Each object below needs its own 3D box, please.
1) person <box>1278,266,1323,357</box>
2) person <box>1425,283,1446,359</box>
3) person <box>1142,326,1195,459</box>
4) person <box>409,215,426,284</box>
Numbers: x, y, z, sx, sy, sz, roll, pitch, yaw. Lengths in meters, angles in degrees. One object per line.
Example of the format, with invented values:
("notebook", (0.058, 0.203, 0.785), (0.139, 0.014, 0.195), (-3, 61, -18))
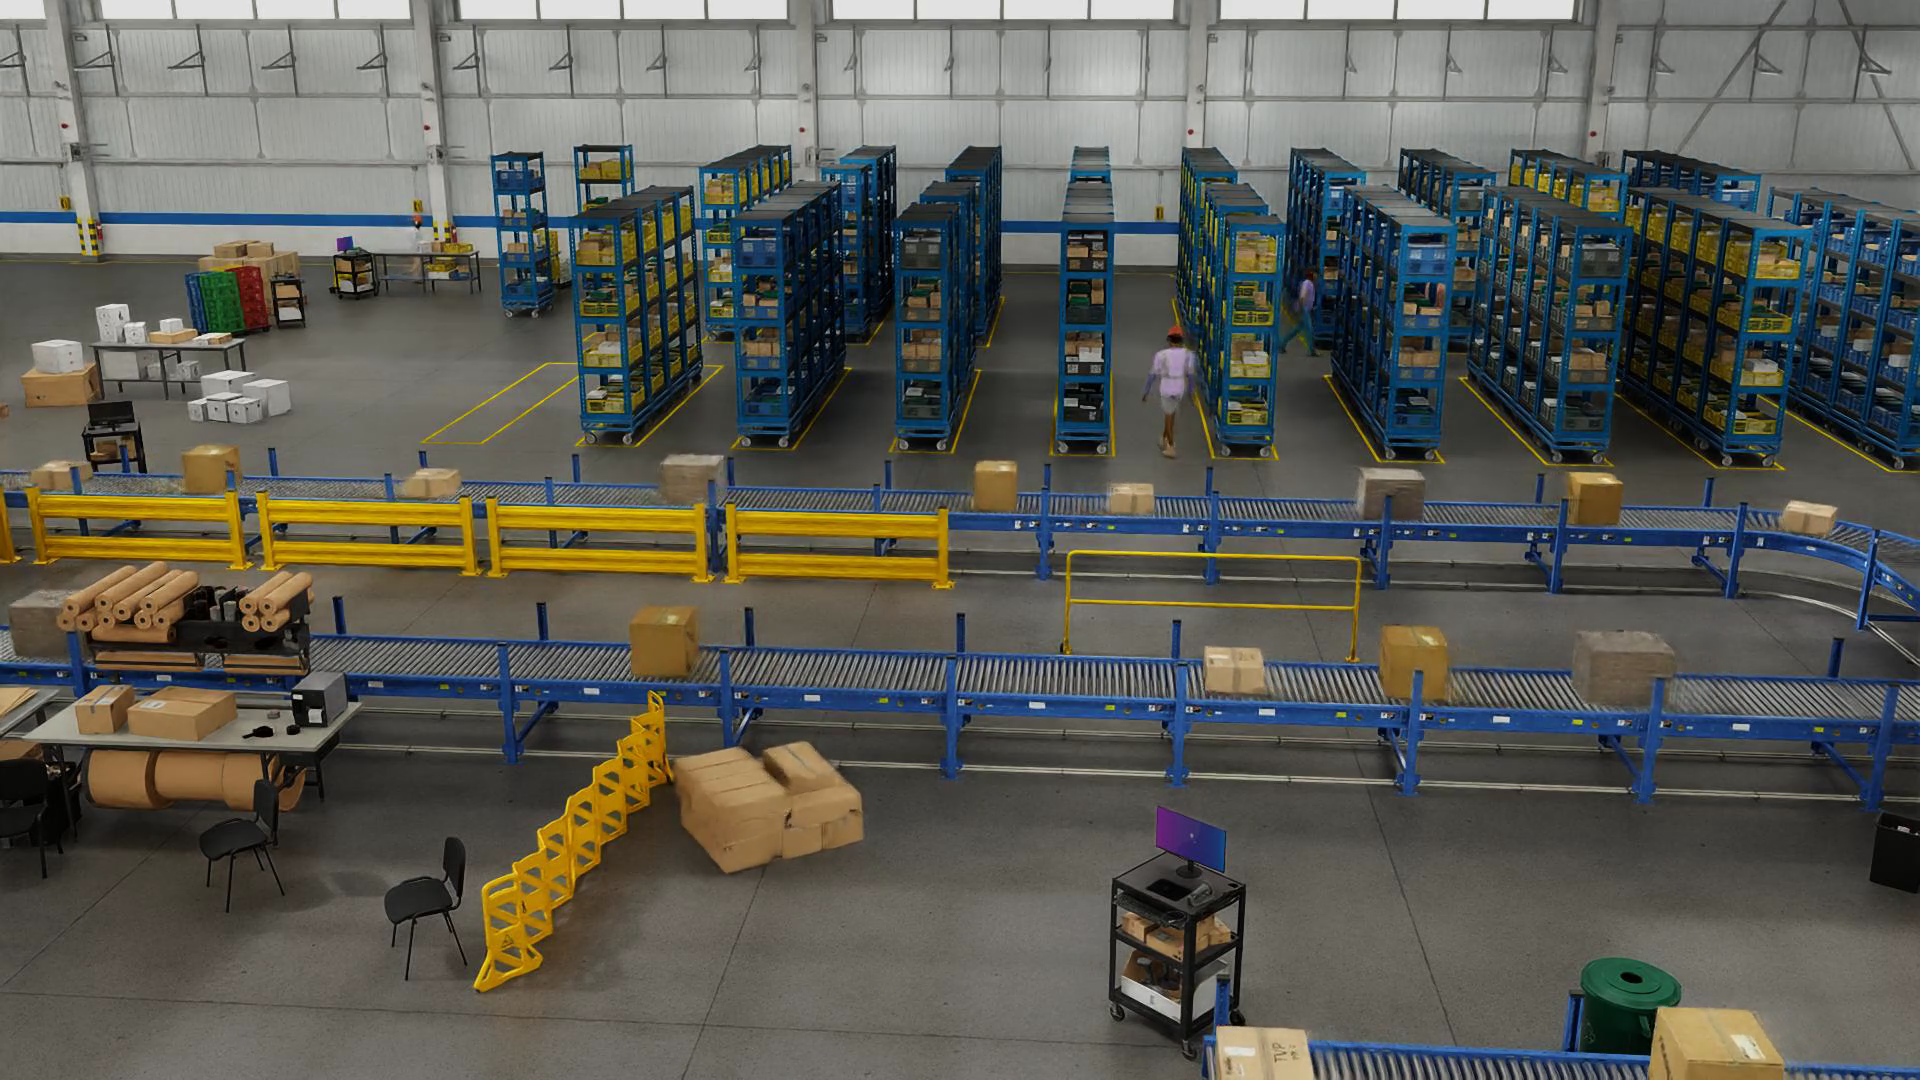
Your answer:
("person", (6.791, -4.552, 33.080), (0.912, 1.799, 0.618), (7, 19, 20))
("person", (9.064, -4.306, 31.964), (0.392, 1.990, 0.614), (-5, 18, -15))
("person", (3.192, -2.301, 25.599), (0.759, 1.978, 1.014), (-4, 18, -11))
("person", (-13.723, -7.350, 42.062), (0.461, 1.719, 0.647), (-2, 18, -7))
